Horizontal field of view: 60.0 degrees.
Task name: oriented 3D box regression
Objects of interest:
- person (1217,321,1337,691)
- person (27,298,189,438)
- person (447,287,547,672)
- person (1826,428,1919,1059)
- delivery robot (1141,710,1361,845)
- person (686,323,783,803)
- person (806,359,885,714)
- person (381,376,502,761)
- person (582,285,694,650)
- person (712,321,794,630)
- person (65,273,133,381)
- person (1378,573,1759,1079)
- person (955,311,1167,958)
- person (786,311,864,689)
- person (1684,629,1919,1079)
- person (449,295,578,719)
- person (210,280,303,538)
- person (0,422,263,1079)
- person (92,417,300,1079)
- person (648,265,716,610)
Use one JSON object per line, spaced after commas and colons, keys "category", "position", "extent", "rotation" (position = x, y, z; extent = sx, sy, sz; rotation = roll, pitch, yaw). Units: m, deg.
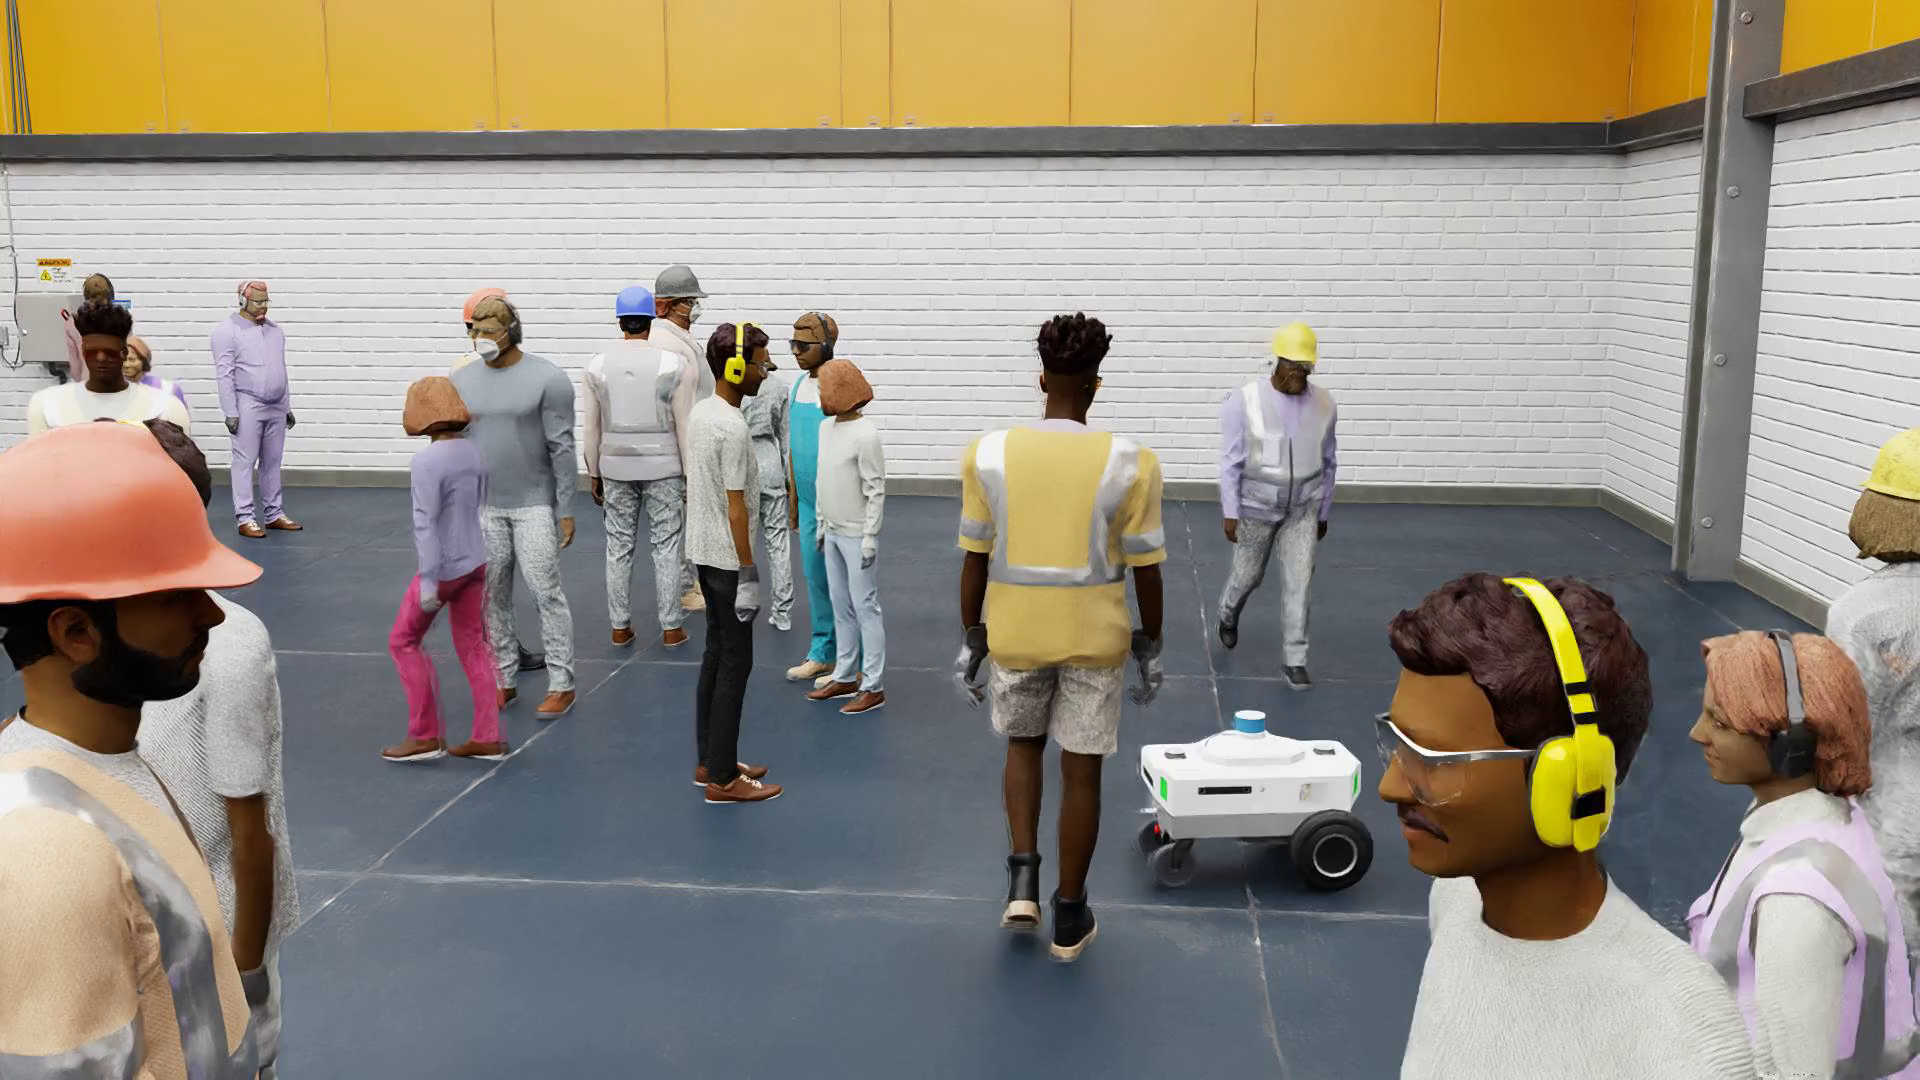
{"category": "person", "position": [1.553, -0.203, 8.291], "extent": [0.603, 1.796, 0.787], "rotation": [-1, 10, -6]}
{"category": "person", "position": [-3.477, -0.030, 6.883], "extent": [0.610, 1.937, 0.841], "rotation": [-2, 10, -12]}
{"category": "person", "position": [-2.355, -0.299, 8.413], "extent": [0.373, 1.939, 0.545], "rotation": [-9, 14, -43]}
{"category": "person", "position": [2.081, 0.621, 3.706], "extent": [0.483, 1.745, 0.306], "rotation": [-3, 10, -16]}
{"category": "delivery robot", "position": [0.982, 0.826, 5.668], "extent": [0.707, 0.478, 0.477], "rotation": [-1, 10, -5]}
{"category": "person", "position": [-0.876, 0.096, 6.410], "extent": [0.344, 1.856, 0.526], "rotation": [-5, 11, -24]}
{"category": "person", "position": [-0.524, -0.017, 7.678], "extent": [0.284, 1.631, 0.502], "rotation": [-6, 12, -32]}
{"category": "person", "position": [-2.193, 0.133, 6.878], "extent": [0.602, 1.608, 0.525], "rotation": [2, 10, 13]}
{"category": "person", "position": [-1.694, -0.375, 8.858], "extent": [0.604, 1.939, 0.416], "rotation": [0, 10, 3]}
{"category": "person", "position": [-1.157, -0.344, 9.260], "extent": [0.486, 1.736, 0.326], "rotation": [-6, 12, -31]}
{"category": "person", "position": [-6.956, -1.203, 13.591], "extent": [0.631, 1.940, 0.372], "rotation": [3, 10, 15]}
{"category": "person", "position": [0.431, 0.949, 1.579], "extent": [0.828, 1.841, 0.517], "rotation": [-2, 10, -13]}
{"category": "person", "position": [0.309, 0.290, 5.011], "extent": [0.628, 1.945, 0.430], "rotation": [3, 10, 15]}
{"category": "person", "position": [-0.659, -0.184, 8.072], "extent": [0.501, 1.839, 0.345], "rotation": [10, 14, 44]}
{"category": "person", "position": [1.308, 0.922, 2.403], "extent": [0.717, 1.607, 0.538], "rotation": [4, 11, 22]}
{"category": "person", "position": [-2.033, -0.144, 7.571], "extent": [0.639, 1.926, 0.367], "rotation": [2, 10, 12]}
{"category": "person", "position": [-5.227, -0.980, 12.416], "extent": [0.410, 1.905, 0.641], "rotation": [4, 11, 22]}
{"category": "person", "position": [-0.960, 0.829, 1.963], "extent": [0.358, 1.938, 0.542], "rotation": [-6, 11, -29]}
{"category": "person", "position": [-1.308, 0.717, 2.842], "extent": [0.506, 1.859, 0.332], "rotation": [9, 14, 43]}
{"category": "person", "position": [-1.626, -0.615, 9.935], "extent": [0.537, 2.000, 0.684], "rotation": [-1, 10, -7]}
